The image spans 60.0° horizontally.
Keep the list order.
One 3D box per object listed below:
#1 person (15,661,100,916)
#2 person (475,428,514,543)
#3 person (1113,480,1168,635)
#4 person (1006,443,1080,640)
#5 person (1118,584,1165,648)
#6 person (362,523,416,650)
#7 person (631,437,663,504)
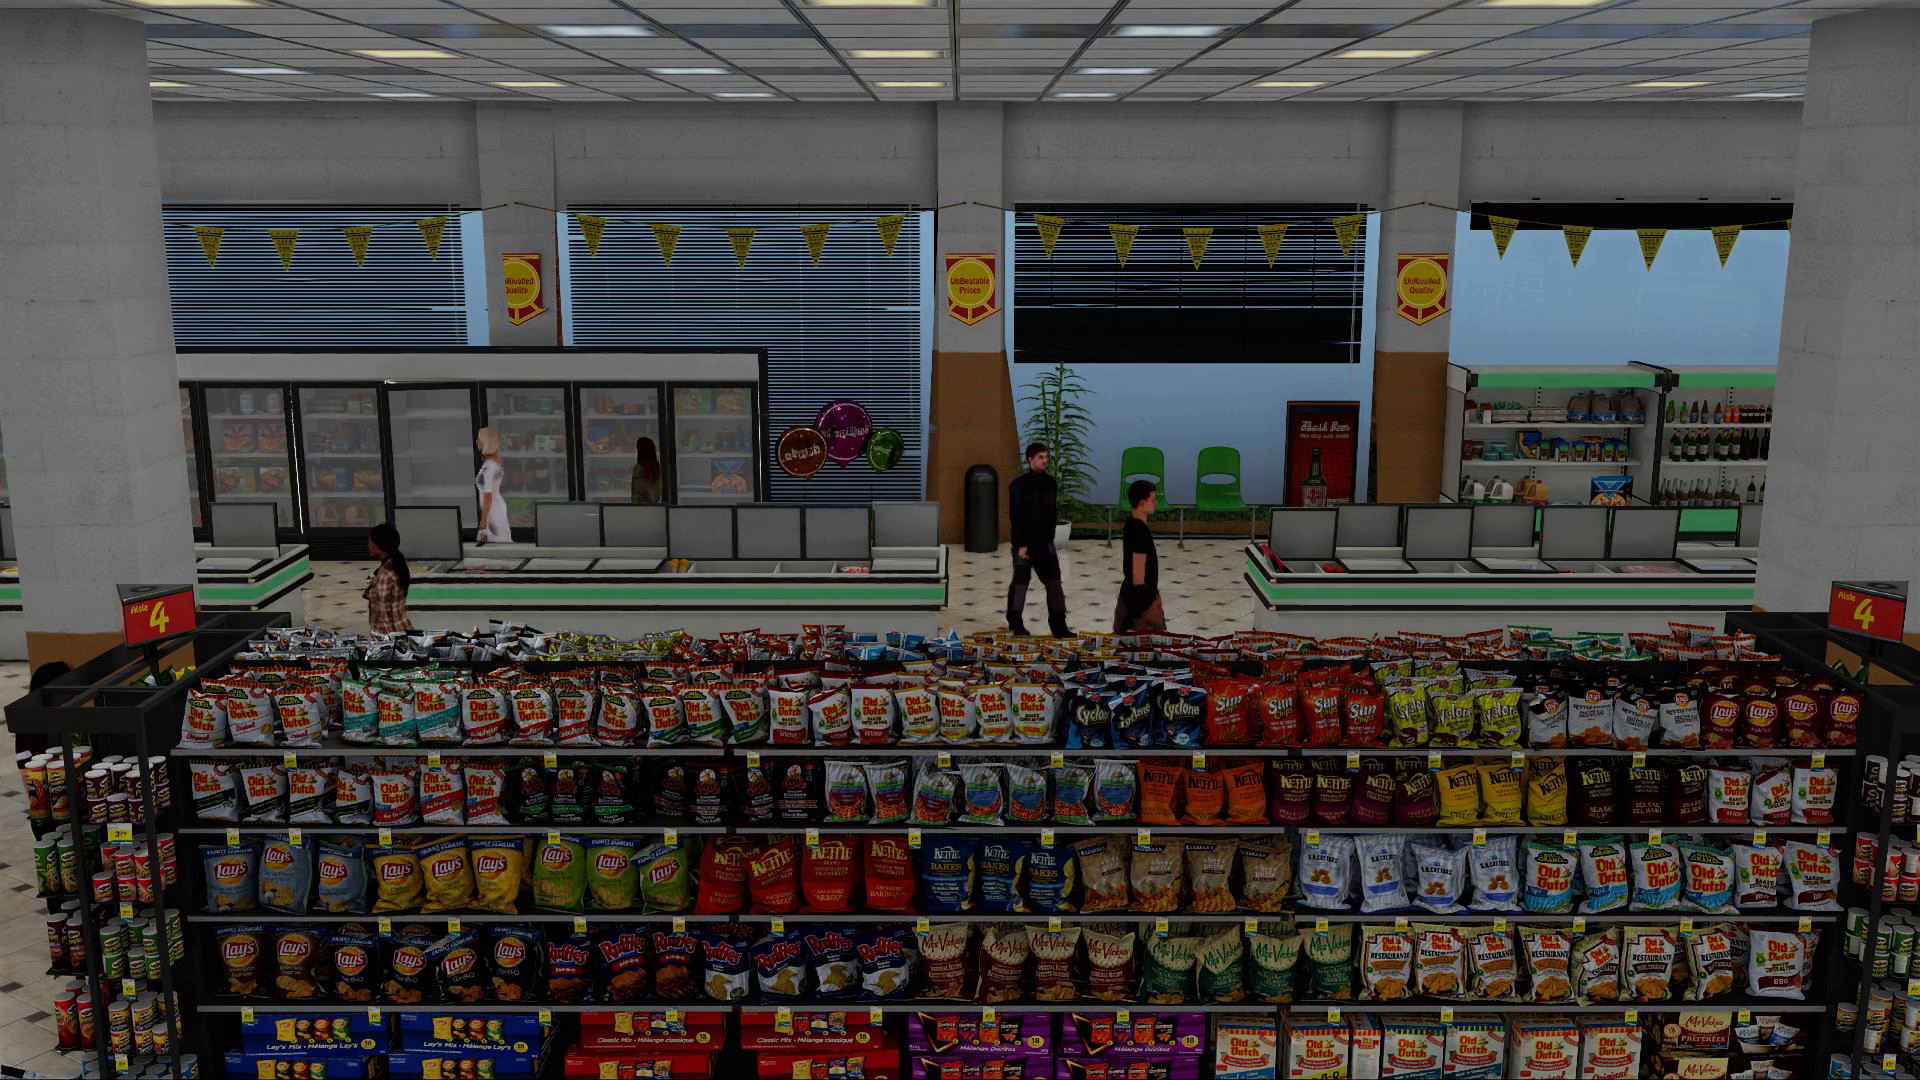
[{"bbox_3d":[-4.723,1.431,8.813,0.502,1.637,0.652,0,12,1],"label":"person"},{"bbox_3d":[-4.557,-0.236,16.562,1.099,1.706,0.743,-2,12,-12],"label":"person"},{"bbox_3d":[1.298,0.456,12.978,1.204,1.829,0.743,-1,12,-4],"label":"person"},{"bbox_3d":[0.598,0.028,15.058,1.070,1.809,1.089,-8,14,-33],"label":"person"},{"bbox_3d":[1.009,1.114,10.076,1.060,1.737,0.742,4,12,17],"label":"person"},{"bbox_3d":[-3.869,0.775,11.658,1.093,1.748,0.669,1,12,5],"label":"person"},{"bbox_3d":[-3.344,-0.370,17.756,0.631,1.476,0.644,5,13,22],"label":"person"}]
